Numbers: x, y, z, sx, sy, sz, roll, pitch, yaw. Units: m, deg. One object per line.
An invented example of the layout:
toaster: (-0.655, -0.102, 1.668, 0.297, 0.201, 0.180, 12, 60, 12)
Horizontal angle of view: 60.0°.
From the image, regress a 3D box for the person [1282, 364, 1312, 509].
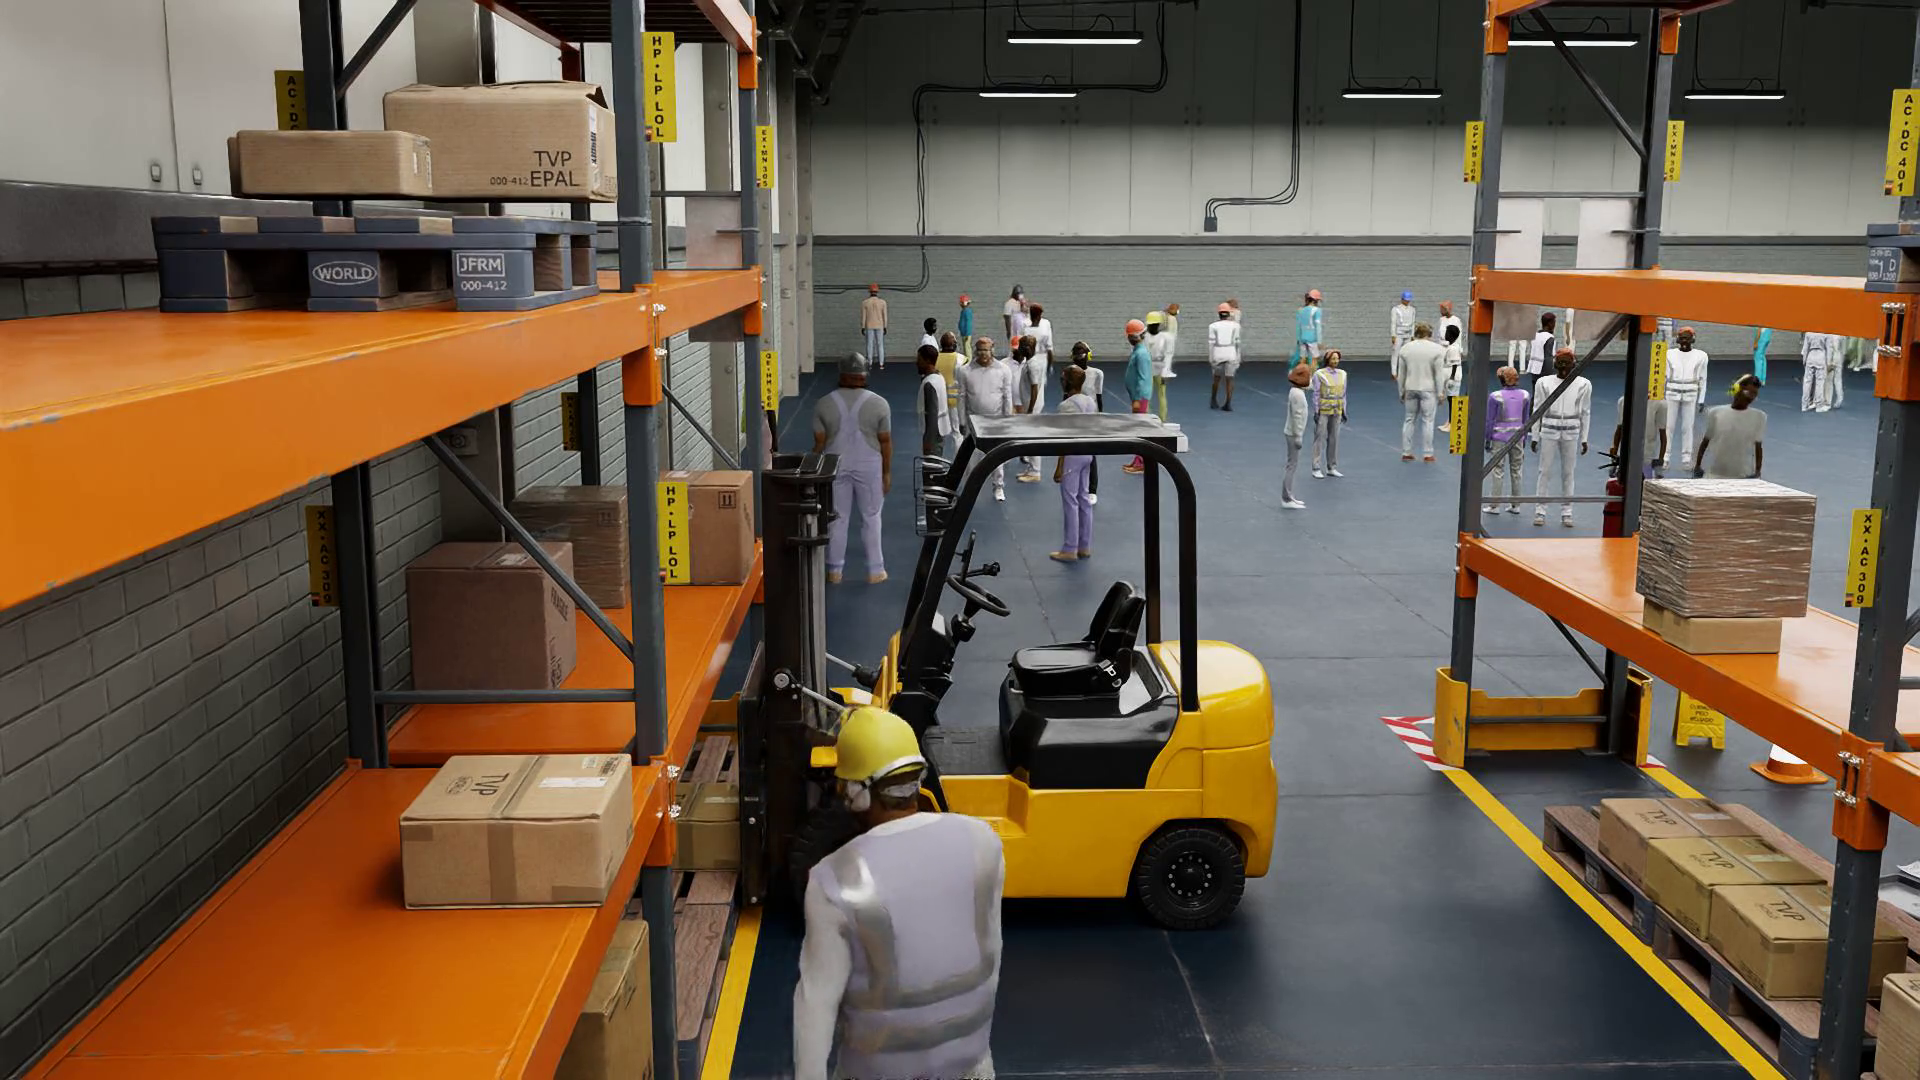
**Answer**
person: (3.794, -1.166, 18.723, 0.287, 1.625, 0.496, 2, 10, 10)

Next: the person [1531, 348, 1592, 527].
person: (6.312, -1.079, 17.508, 0.584, 1.882, 0.349, 3, 11, 15)

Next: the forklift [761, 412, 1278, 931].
forklift: (0.291, 0.548, 7.580, 2.313, 2.155, 1.214, 0, 10, -2)

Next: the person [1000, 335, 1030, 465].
person: (0.778, -1.887, 22.379, 0.564, 1.748, 0.339, -2, 10, -13)

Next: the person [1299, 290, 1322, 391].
person: (7.092, -4.026, 33.546, 0.437, 2.029, 0.660, -5, 11, -25)

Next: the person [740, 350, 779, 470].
person: (-2.141, -1.122, 17.898, 0.389, 1.837, 0.560, -7, 13, -35)

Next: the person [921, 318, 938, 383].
person: (-0.536, -2.986, 28.678, 0.323, 1.689, 0.530, 2, 10, 10)

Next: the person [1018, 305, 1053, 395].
person: (1.234, -2.927, 27.638, 0.607, 1.945, 0.700, 4, 11, 19)

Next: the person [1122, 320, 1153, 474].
person: (2.293, -1.852, 21.532, 0.393, 1.985, 0.611, 1, 10, 5)

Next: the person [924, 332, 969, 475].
person: (-0.143, -1.731, 21.260, 0.633, 1.841, 0.429, 3, 11, 16)

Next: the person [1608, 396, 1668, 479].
person: (6.333, -0.724, 15.569, 0.312, 1.869, 0.537, -9, 13, -40)

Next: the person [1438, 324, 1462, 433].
person: (7.721, -2.536, 26.141, 0.322, 1.697, 0.533, 2, 10, 11)

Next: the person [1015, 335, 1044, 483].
person: (0.870, -1.629, 20.698, 0.345, 1.841, 0.506, 0, 10, 1)

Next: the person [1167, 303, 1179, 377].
person: (4.709, -4.434, 36.924, 0.279, 1.627, 0.499, 2, 10, 12)

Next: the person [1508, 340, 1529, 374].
person: (12.667, -4.701, 37.686, 0.584, 1.882, 0.346, 7, 12, 34)

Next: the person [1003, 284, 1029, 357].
person: (1.324, -4.707, 37.281, 0.539, 2.000, 0.689, 10, 14, 44)

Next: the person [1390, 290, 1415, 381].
person: (9.576, -4.415, 35.943, 0.602, 1.939, 0.397, -4, 11, -23)

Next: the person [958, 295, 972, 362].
person: (0.117, -4.823, 38.726, 0.329, 1.753, 0.560, -1, 10, -7)

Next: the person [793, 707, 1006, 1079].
person: (-0.191, 1.334, 4.403, 0.745, 1.782, 0.521, -6, 12, -30)

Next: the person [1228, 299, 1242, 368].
person: (6.445, -4.849, 39.191, 0.311, 1.640, 0.512, 10, 14, 43)

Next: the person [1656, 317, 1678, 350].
person: (17.017, -5.100, 40.053, 0.404, 1.830, 0.602, -6, 12, -28)

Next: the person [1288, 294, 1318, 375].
person: (7.582, -4.470, 36.425, 0.606, 1.881, 0.968, -6, 12, -31)

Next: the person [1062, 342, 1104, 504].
person: (1.397, -1.335, 19.005, 0.502, 1.864, 0.330, 3, 11, 19)

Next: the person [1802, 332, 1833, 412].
person: (15.151, -3.138, 29.382, 0.323, 1.739, 0.489, -7, 13, -36)

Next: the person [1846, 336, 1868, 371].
person: (20.803, -4.831, 38.506, 0.529, 1.855, 0.369, 10, 14, 44)

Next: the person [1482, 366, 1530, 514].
person: (6.001, -1.087, 18.263, 0.514, 1.634, 0.313, -2, 10, -12)

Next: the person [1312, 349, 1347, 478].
person: (4.687, -1.605, 21.121, 0.511, 1.641, 0.309, -5, 11, -25)

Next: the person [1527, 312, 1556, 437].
person: (8.940, -2.538, 25.568, 0.397, 1.911, 0.588, -1, 10, -4)

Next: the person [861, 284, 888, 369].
person: (-2.015, -5.011, 39.102, 0.622, 1.994, 0.381, -2, 10, -11)

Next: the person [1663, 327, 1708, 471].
person: (9.452, -1.849, 21.799, 0.584, 1.882, 0.347, 4, 11, 22)

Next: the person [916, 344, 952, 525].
person: (-0.280, -1.102, 17.540, 0.383, 1.918, 0.591, 1, 10, 6)

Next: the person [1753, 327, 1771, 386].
person: (16.621, -4.108, 34.532, 0.359, 1.835, 0.512, 9, 14, 43)

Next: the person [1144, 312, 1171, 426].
person: (2.983, -2.593, 25.939, 0.593, 1.891, 0.861, 8, 13, 37)

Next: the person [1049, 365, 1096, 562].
person: (1.063, -0.719, 15.610, 0.345, 1.847, 0.506, 8, 13, 38)

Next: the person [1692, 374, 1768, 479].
person: (6.825, -0.565, 14.793, 0.564, 1.834, 0.441, 3, 11, 18)

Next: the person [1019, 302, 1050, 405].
person: (1.360, -3.395, 30.414, 0.584, 1.882, 0.349, 0, 10, -1)

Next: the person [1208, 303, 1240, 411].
person: (4.680, -3.242, 29.496, 0.556, 1.907, 0.567, 1, 10, 8)

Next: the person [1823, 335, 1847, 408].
person: (15.723, -3.224, 29.981, 0.489, 1.716, 0.761, 1, 10, 7)

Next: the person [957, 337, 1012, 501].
person: (0.285, -1.387, 19.200, 0.641, 1.899, 0.395, 0, 10, 3)

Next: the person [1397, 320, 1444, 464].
person: (6.237, -2.004, 22.546, 0.637, 1.928, 0.366, 7, 13, 36)

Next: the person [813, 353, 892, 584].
person: (-0.927, -0.638, 14.615, 0.704, 2.000, 0.535, 1, 10, 8)

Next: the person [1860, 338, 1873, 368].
person: (21.374, -4.902, 39.233, 0.520, 1.725, 0.512, 2, 10, 11)

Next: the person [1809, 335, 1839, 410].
person: (15.395, -3.128, 29.600, 0.314, 1.641, 0.515, -2, 10, -10)

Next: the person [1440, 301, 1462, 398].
person: (9.347, -3.585, 31.517, 0.391, 1.877, 0.757, -3, 11, -17)
